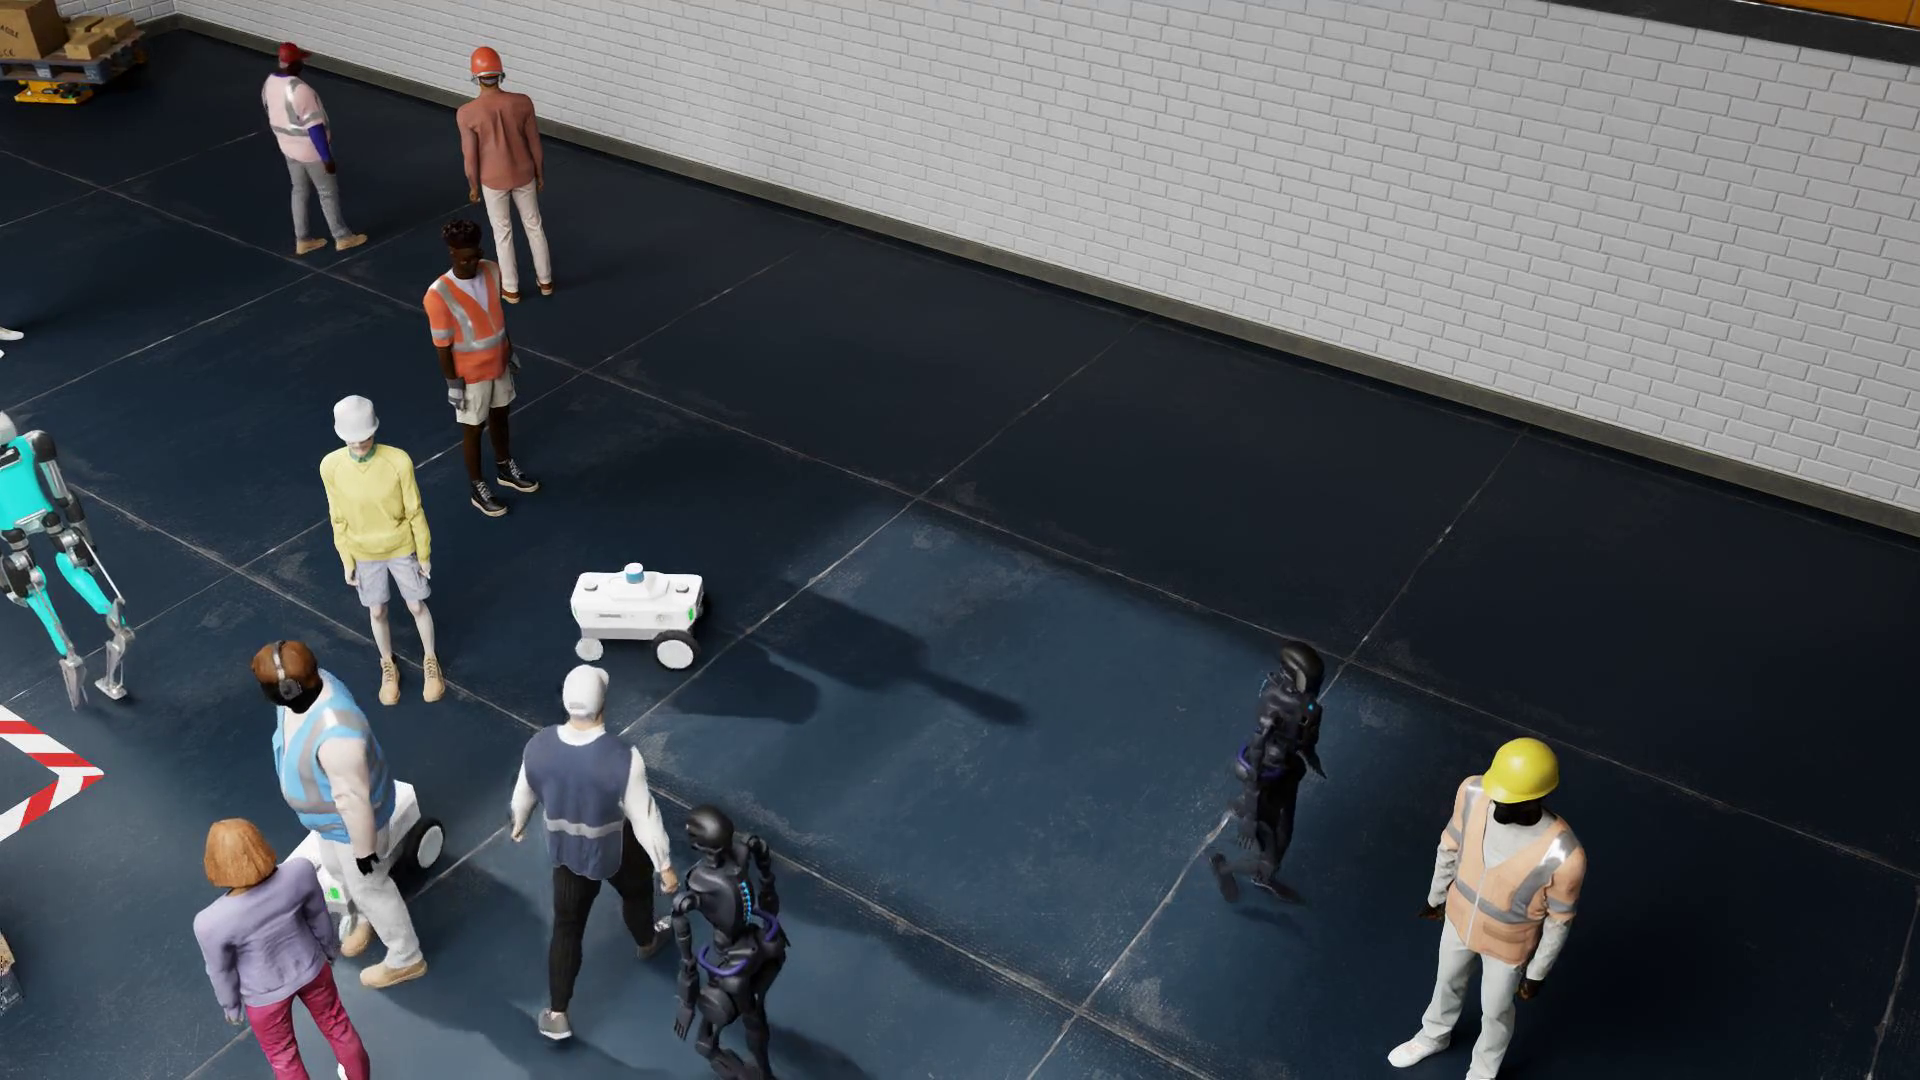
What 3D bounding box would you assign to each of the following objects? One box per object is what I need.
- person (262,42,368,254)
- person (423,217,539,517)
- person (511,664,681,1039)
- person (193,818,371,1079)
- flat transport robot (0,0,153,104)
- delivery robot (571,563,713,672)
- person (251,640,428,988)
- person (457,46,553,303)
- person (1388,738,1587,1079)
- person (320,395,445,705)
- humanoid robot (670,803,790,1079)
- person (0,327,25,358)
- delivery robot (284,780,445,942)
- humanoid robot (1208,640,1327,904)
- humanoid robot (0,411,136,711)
[{"bbox_3d":[-5.300,-3.160,13.519,0.642,1.754,0.520,21,40,27],"label":"person"},{"bbox_3d":[-2.976,-1.089,10.341,0.364,1.962,0.610,17,38,23],"label":"person"},{"bbox_3d":[-1.593,1.347,7.086,0.810,1.717,0.824,8,36,12],"label":"person"},{"bbox_3d":[-2.687,1.738,6.598,0.281,1.624,0.493,26,43,32],"label":"person"},{"bbox_3d":[-9.062,-4.837,17.176,0.659,0.231,1.431,4,35,6],"label":"flat transport robot"},{"bbox_3d":[-1.812,0.393,9.436,0.768,0.576,0.499,1,35,2],"label":"delivery robot"},{"bbox_3d":[-2.671,1.173,7.230,0.439,1.824,0.668,-24,41,-30],"label":"person"},{"bbox_3d":[-3.475,-2.768,12.744,0.610,1.962,0.376,-18,39,-24],"label":"person"},{"bbox_3d":[2.102,1.536,6.623,0.367,1.925,0.593,-23,41,-29],"label":"person"},{"bbox_3d":[-3.036,0.050,8.793,0.480,1.887,0.403,-6,35,-9],"label":"person"},{"bbox_3d":[-0.838,1.704,6.592,0.442,1.644,0.611,21,40,27],"label":"humanoid robot"},{"bbox_3d":[-7.284,-2.230,12.062,0.335,1.865,0.517,3,35,4],"label":"person"},{"bbox_3d":[-2.867,1.470,7.929,0.499,0.613,0.797,11,36,15],"label":"delivery robot"},{"bbox_3d":[1.425,1.061,7.519,0.471,1.643,0.609,25,42,31],"label":"humanoid robot"},{"bbox_3d":[-4.687,0.231,8.703,0.744,1.834,0.540,27,43,33],"label":"humanoid robot"}]
